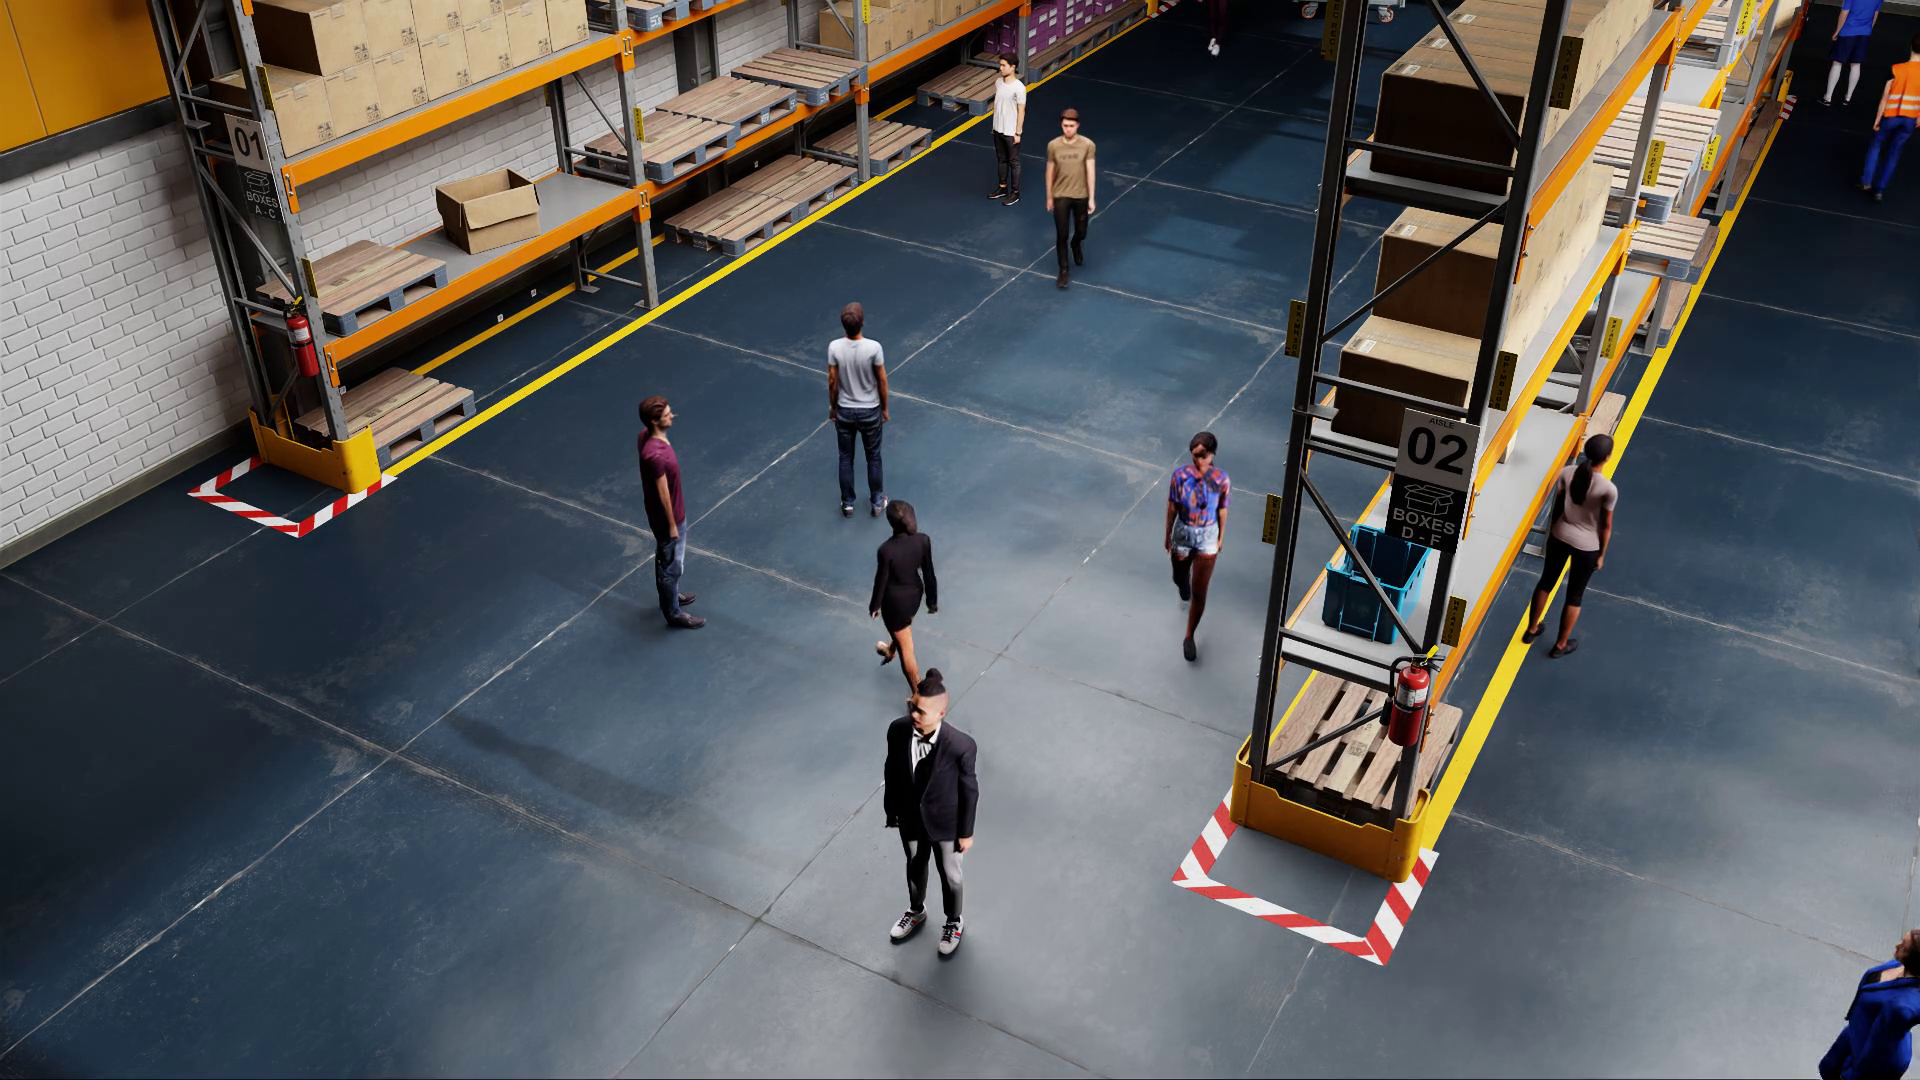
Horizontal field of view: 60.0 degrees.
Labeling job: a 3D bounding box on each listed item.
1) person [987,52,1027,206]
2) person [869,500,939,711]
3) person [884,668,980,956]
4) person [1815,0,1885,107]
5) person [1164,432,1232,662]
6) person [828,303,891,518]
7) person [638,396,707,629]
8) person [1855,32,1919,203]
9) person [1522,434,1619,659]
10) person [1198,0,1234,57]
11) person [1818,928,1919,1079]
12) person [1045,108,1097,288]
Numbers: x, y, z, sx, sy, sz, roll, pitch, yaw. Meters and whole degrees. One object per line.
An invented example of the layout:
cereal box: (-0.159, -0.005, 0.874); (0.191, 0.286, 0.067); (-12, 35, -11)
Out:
person: (0.549, -4.683, 18.852); (0.653, 1.723, 0.689); (-25, 41, -33)
person: (-0.336, 0.496, 11.164); (1.017, 1.607, 0.927); (-21, 39, -28)
person: (-0.153, 1.508, 9.328); (0.726, 1.954, 0.599); (14, 36, 21)
person: (11.608, -6.578, 21.595); (0.758, 1.841, 0.747); (2, 34, 2)
person: (1.682, -0.037, 11.861); (0.832, 1.724, 1.113); (4, 34, 7)
person: (-0.806, -1.025, 13.220); (0.717, 1.866, 0.711); (1, 34, 2)
person: (-2.133, -0.221, 12.020); (0.783, 1.854, 0.734); (-10, 35, -14)
person: (10.623, -4.730, 18.794); (0.747, 1.866, 0.784); (11, 35, 15)
person: (4.324, 0.033, 11.739); (0.629, 1.743, 0.655); (-27, 42, -34)
person: (3.672, -7.805, 23.519); (0.731, 1.757, 0.970); (12, 35, 17)
person: (4.515, 2.523, 8.041); (0.705, 1.688, 0.536); (20, 39, 27)
person: (1.140, -3.531, 17.014); (0.886, 1.839, 1.024); (4, 34, 5)
